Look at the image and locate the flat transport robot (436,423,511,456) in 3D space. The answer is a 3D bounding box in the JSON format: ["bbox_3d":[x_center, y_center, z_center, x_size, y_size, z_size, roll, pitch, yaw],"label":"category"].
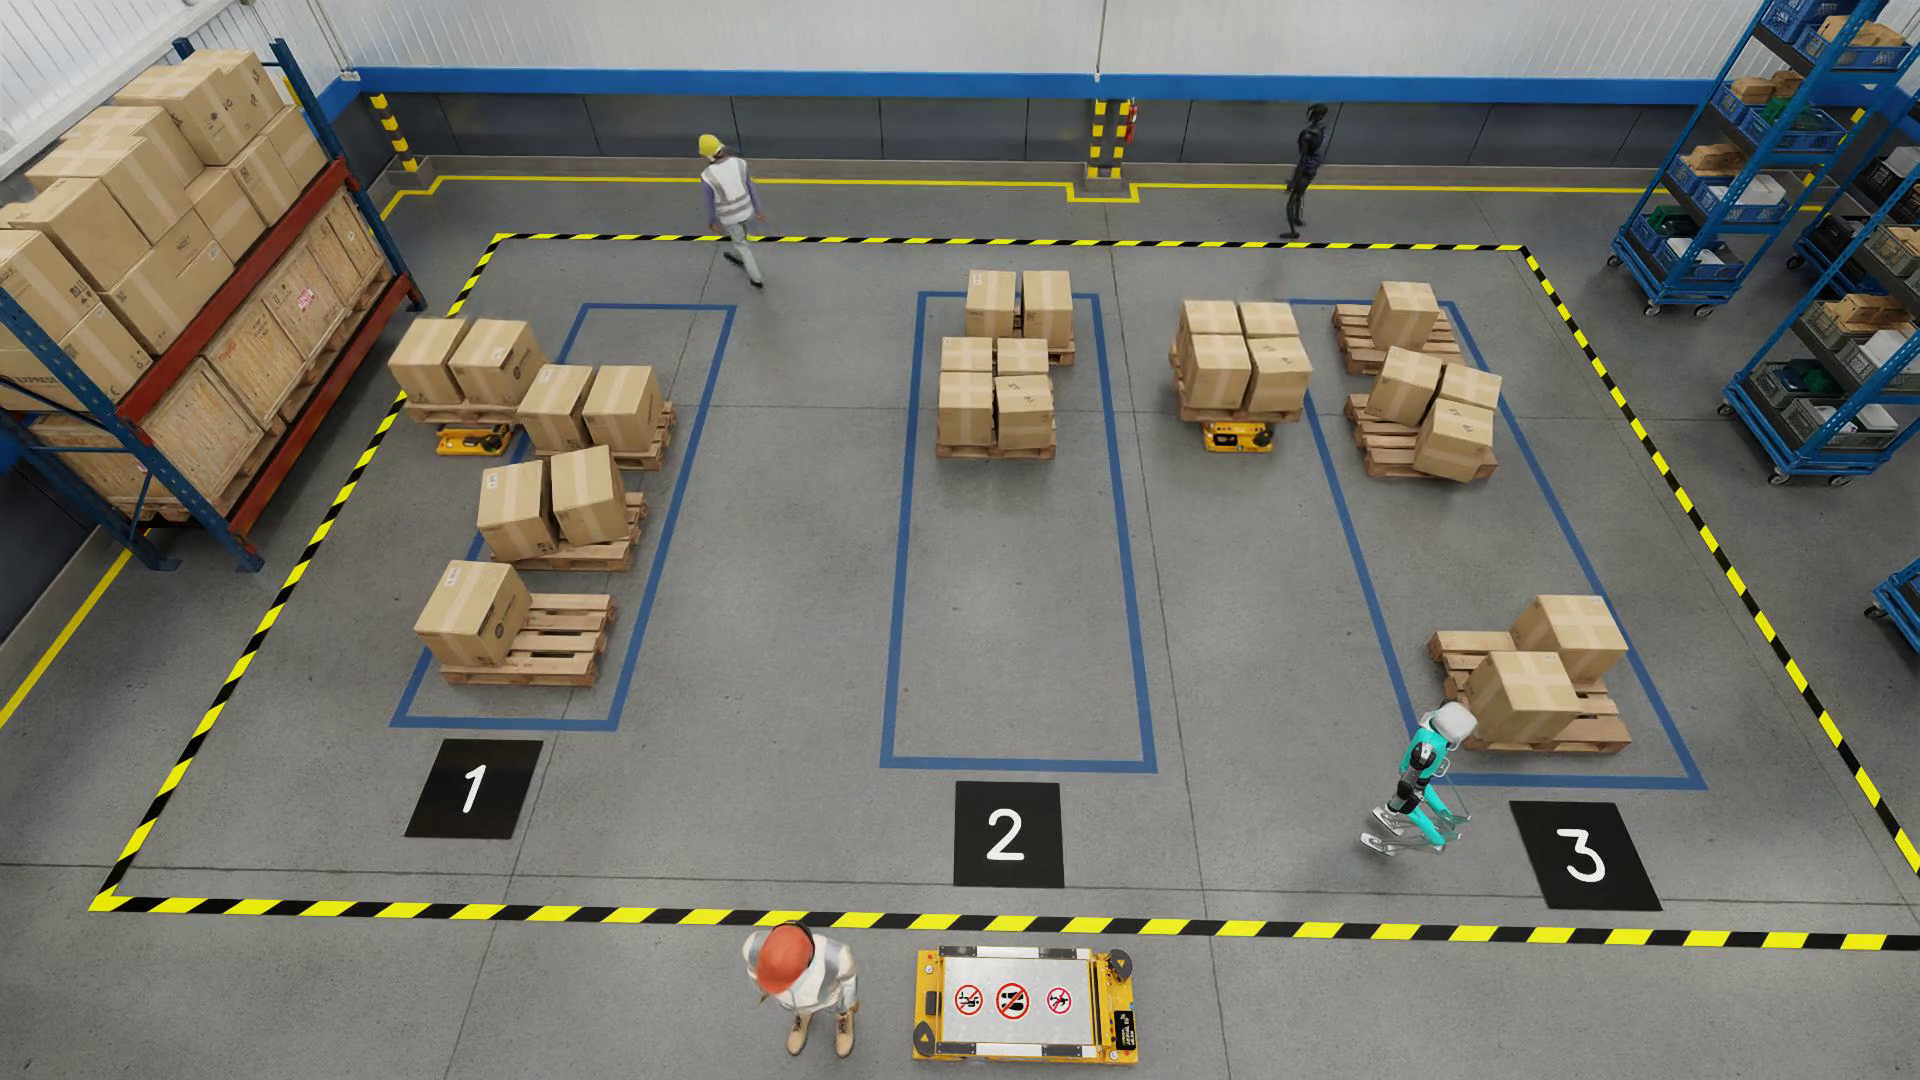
[{"bbox_3d":[-4.952,-1.462,9.660,0.652,0.197,1.431,1,51,1],"label":"flat transport robot"}]

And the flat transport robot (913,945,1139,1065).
[{"bbox_3d":[0.422,3.041,6.007,1.431,0.231,0.659,1,51,1],"label":"flat transport robot"}]

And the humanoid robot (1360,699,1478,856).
[{"bbox_3d":[3.166,1.697,6.068,0.735,1.677,0.533,34,58,25],"label":"humanoid robot"}]

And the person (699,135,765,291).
[{"bbox_3d":[-2.639,-3.802,10.607,0.926,1.775,0.616,36,59,26],"label":"person"}]

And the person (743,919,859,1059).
[{"bbox_3d":[-0.872,2.587,5.239,0.604,2.035,0.389,5,51,4],"label":"person"}]

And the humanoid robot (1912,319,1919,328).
[{"bbox_3d":[10.506,-2.564,9.657,0.315,1.657,0.599,21,54,16],"label":"humanoid robot"}]

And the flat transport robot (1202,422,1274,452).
[{"bbox_3d":[2.851,-1.505,9.695,0.652,0.197,1.431,1,51,1],"label":"flat transport robot"}]

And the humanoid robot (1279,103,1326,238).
[{"bbox_3d":[4.244,-4.537,11.282,0.370,1.640,0.614,22,54,17],"label":"humanoid robot"}]
